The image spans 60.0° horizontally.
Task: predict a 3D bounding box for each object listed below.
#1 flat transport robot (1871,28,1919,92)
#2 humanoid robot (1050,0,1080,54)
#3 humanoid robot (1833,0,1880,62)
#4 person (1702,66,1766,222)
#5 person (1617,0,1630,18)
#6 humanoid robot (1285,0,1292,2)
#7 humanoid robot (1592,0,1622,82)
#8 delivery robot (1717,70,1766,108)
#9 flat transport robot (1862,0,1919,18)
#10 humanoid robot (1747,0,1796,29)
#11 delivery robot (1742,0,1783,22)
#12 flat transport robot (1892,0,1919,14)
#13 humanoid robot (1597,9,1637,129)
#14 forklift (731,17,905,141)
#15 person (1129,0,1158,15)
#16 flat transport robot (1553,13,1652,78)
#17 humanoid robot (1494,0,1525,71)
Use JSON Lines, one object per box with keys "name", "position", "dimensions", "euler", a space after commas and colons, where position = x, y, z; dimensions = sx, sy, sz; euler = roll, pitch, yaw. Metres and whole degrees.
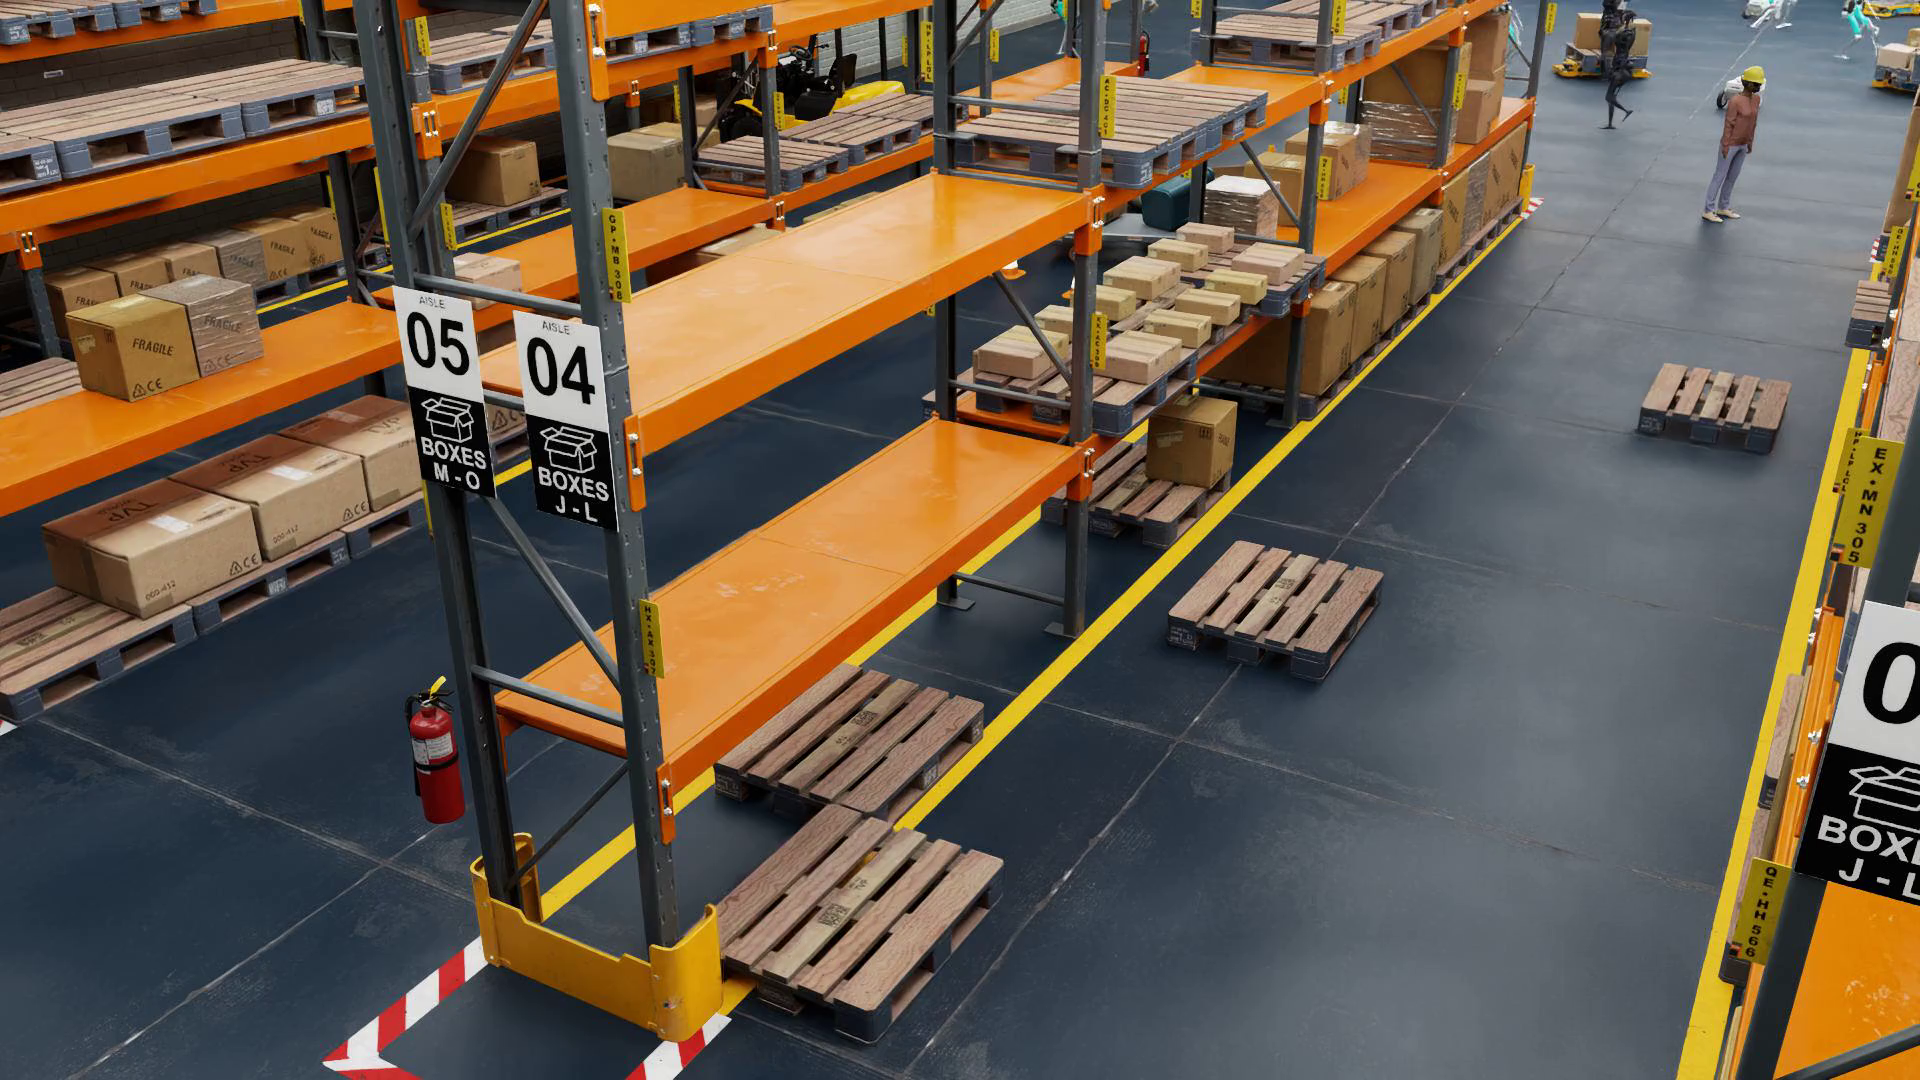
{"name": "flat transport robot", "position": [15.180, -7.144, 26.187], "dimensions": [0.659, 0.231, 1.431], "euler": [-11, 28, -22]}
{"name": "humanoid robot", "position": [1.910, -9.371, 29.133], "dimensions": [0.567, 1.781, 0.720], "euler": [21, 33, 37]}
{"name": "humanoid robot", "position": [15.673, -9.148, 28.711], "dimensions": [0.557, 1.800, 0.949], "euler": [-16, 30, -30]}
{"name": "person", "position": [8.906, -4.527, 19.035], "dimensions": [0.520, 1.758, 0.348], "euler": [-16, 30, -29]}
{"name": "person", "position": [11.926, -9.941, 30.045], "dimensions": [0.368, 1.962, 0.607], "euler": [-4, 26, -8]}
{"name": "humanoid robot", "position": [4.872, -7.414, 25.133], "dimensions": [0.611, 1.646, 0.406], "euler": [15, 29, 28]}
{"name": "humanoid robot", "position": [10.514, -8.299, 26.959], "dimensions": [0.308, 1.643, 0.609], "euler": [2, 26, 3]}
{"name": "delivery robot", "position": [11.835, -6.784, 25.105], "dimensions": [0.774, 0.592, 0.499], "euler": [-22, 33, -38]}
{"name": "flat transport robot", "position": [18.905, -10.794, 33.771], "dimensions": [1.431, 0.231, 0.659], "euler": [-13, 28, -24]}
{"name": "humanoid robot", "position": [15.586, -10.537, 31.587], "dimensions": [1.025, 1.731, 0.542], "euler": [-2, 26, -5]}
{"name": "delivery robot", "position": [16.003, -10.625, 33.109], "dimensions": [0.789, 0.612, 0.499], "euler": [-16, 30, -29]}
{"name": "flat transport robot", "position": [19.748, -10.955, 34.105], "dimensions": [1.431, 0.231, 0.659], "euler": [-23, 34, -39]}
{"name": "humanoid robot", "position": [9.427, -6.672, 23.590], "dimensions": [0.500, 1.649, 0.595], "euler": [4, 26, 8]}
{"name": "forklift", "position": [-1.819, -5.975, 21.543], "dimensions": [2.313, 2.155, 1.214], "euler": [14, 29, 26]}
{"name": "person", "position": [3.704, -11.520, 33.403], "dimensions": [0.571, 1.921, 0.686], "euler": [8, 27, 16]}
{"name": "flat transport robot", "position": [10.666, -7.835, 27.623], "dimensions": [1.431, 0.231, 0.659], "euler": [2, 26, 3]}
{"name": "humanoid robot", "position": [9.190, -8.706, 27.802], "dimensions": [0.739, 1.828, 0.559], "euler": [20, 32, 36]}
